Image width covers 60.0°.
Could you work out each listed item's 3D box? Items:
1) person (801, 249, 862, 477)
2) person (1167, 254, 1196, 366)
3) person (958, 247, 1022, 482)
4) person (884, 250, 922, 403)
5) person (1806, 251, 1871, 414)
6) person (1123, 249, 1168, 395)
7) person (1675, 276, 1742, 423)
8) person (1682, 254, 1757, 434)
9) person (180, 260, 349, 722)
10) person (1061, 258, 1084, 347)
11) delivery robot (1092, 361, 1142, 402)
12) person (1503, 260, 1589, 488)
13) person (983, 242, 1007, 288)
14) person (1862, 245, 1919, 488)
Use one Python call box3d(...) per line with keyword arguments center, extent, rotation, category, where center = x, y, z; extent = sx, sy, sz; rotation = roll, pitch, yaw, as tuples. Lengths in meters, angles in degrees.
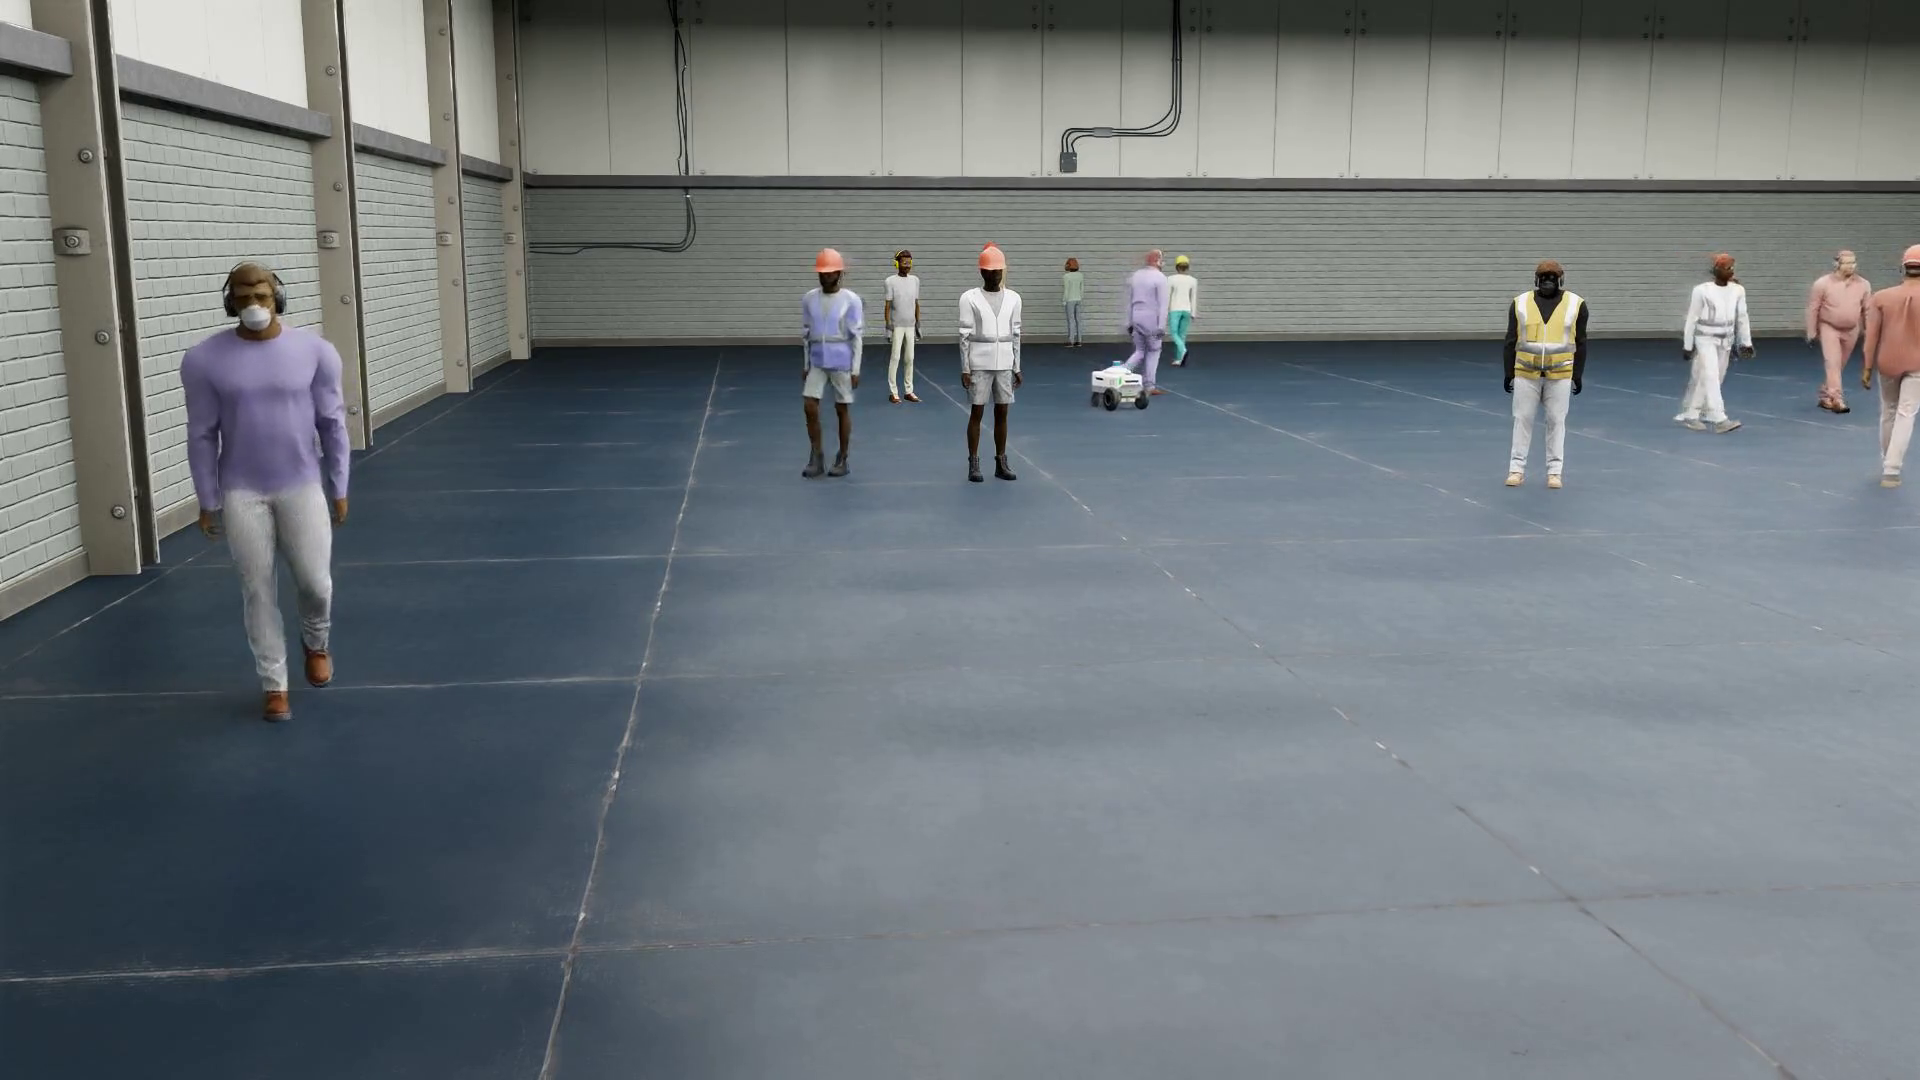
box3d(center=(-1.103, -1.454, 13.874), extent=(0.578, 1.912, 0.709), rotation=(4, 11, 20), category="person")
box3d(center=(3.448, -3.565, 25.896), extent=(0.531, 1.747, 0.656), rotation=(-4, 11, -21), category="person")
box3d(center=(0.264, -1.451, 13.812), extent=(0.550, 1.937, 0.357), rotation=(-4, 11, -19), category="person")
box3d(center=(-0.691, -2.604, 20.353), extent=(0.517, 1.865, 0.313), rotation=(-8, 13, -36), category="person")
box3d(center=(10.218, -2.409, 19.287), extent=(0.666, 1.853, 0.991), rotation=(1, 10, 3), category="person")
box3d(center=(2.348, -2.767, 21.229), extent=(0.582, 1.878, 0.652), rotation=(-7, 12, -33), category="person")
box3d(center=(8.188, -2.078, 18.131), extent=(0.589, 1.616, 0.396), rotation=(-1, 10, -3), category="person")
box3d(center=(7.860, -2.023, 17.218), extent=(0.586, 1.832, 0.963), rotation=(-3, 11, -16), category="person")
box3d(center=(-2.911, -0.210, 7.039), extent=(0.628, 1.928, 0.502), rotation=(-4, 11, -20), category="person")
box3d(center=(2.081, -4.394, 30.776), extent=(0.497, 1.634, 0.278), rotation=(-9, 14, -40), category="person")
box3d(center=(1.852, -1.871, 19.648), extent=(0.477, 0.478, 0.707), rotation=(-5, 11, -24), category="delivery robot")
box3d(center=(4.714, -1.336, 13.447), extent=(0.633, 1.840, 0.429), rotation=(4, 11, 22), category="person")
box3d(center=(0.527, -4.007, 27.831), extent=(0.376, 1.933, 0.551), rotation=(9, 13, 39), category="person")
box3d(center=(7.807, -1.430, 13.658), extent=(0.640, 1.942, 1.005), rotation=(9, 13, 40), category="person")
